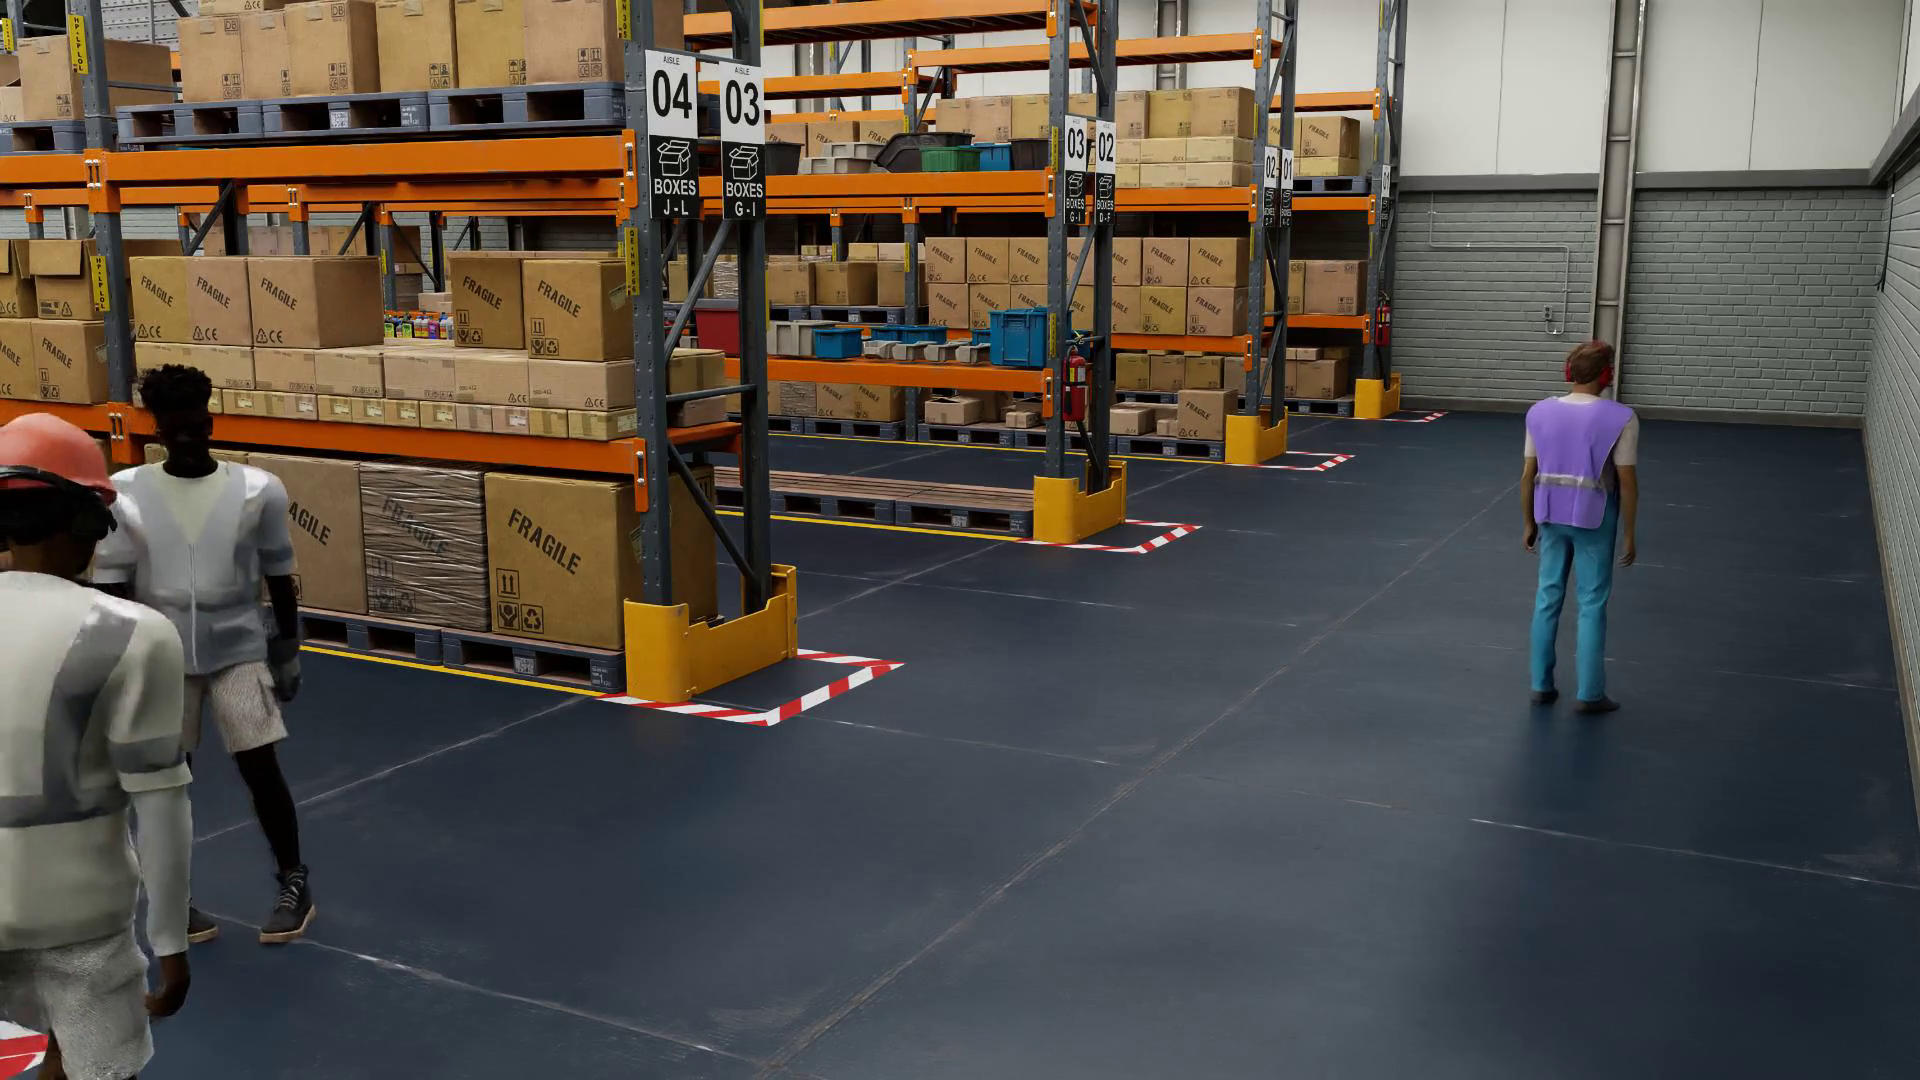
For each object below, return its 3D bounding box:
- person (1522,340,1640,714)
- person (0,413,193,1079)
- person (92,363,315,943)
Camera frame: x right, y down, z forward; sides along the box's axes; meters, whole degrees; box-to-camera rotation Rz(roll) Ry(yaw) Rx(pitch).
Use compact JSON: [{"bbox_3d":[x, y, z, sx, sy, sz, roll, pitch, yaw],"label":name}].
[{"bbox_3d":[3.045,-0.060,8.214,0.570,1.840,0.372,10,14,43],"label":"person"},{"bbox_3d":[-1.885,0.748,3.420,0.638,1.986,0.642,1,10,5],"label":"person"},{"bbox_3d":[-2.514,0.383,5.528,0.611,1.943,0.438,-4,11,-21],"label":"person"}]
